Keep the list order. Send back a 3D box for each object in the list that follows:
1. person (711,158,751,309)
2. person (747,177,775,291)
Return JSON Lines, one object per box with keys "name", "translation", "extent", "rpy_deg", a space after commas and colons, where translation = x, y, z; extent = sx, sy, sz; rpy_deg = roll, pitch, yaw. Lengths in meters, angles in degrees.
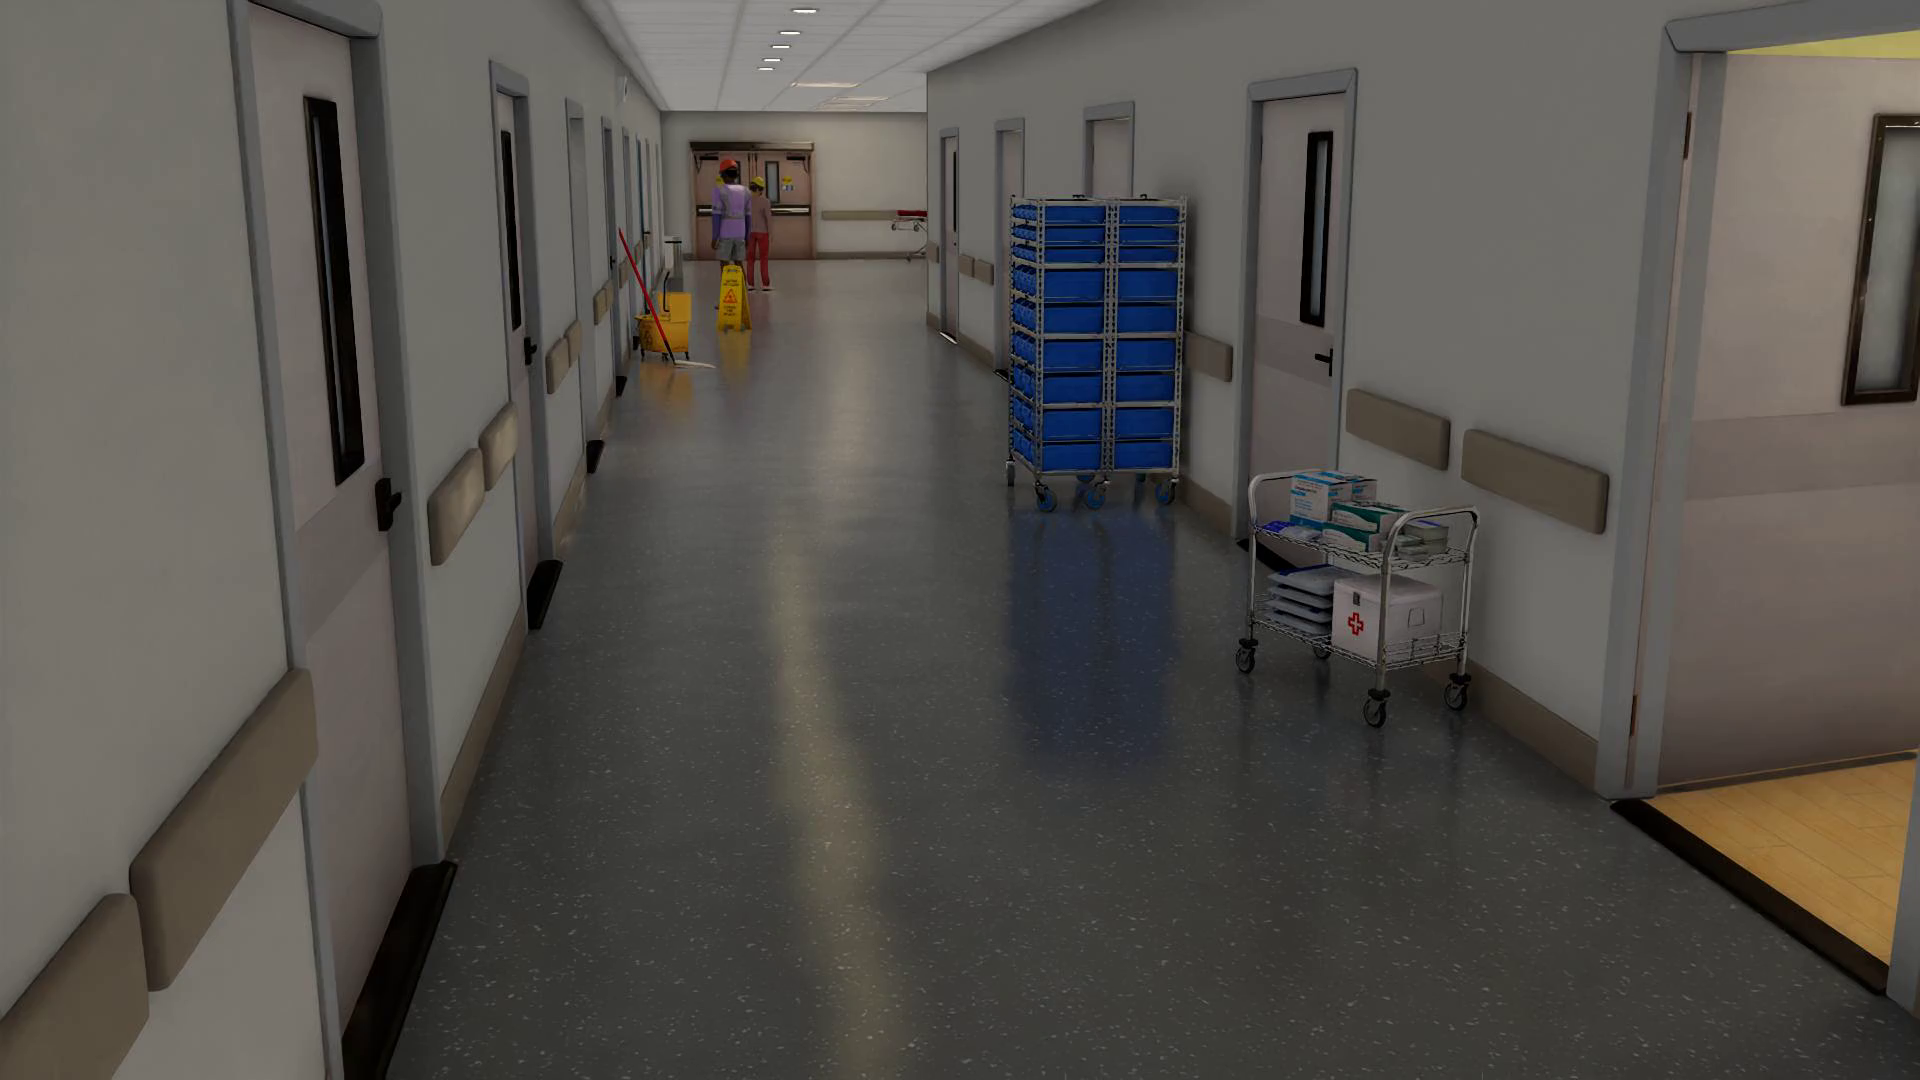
{"name": "person", "translation": [-3.121, -4.152, 22.623], "extent": [0.612, 2.030, 0.404], "rpy_deg": [-12, 17, -42]}
{"name": "person", "translation": [-3.157, -4.776, 25.995], "extent": [0.523, 1.760, 0.327], "rpy_deg": [4, 13, 18]}
